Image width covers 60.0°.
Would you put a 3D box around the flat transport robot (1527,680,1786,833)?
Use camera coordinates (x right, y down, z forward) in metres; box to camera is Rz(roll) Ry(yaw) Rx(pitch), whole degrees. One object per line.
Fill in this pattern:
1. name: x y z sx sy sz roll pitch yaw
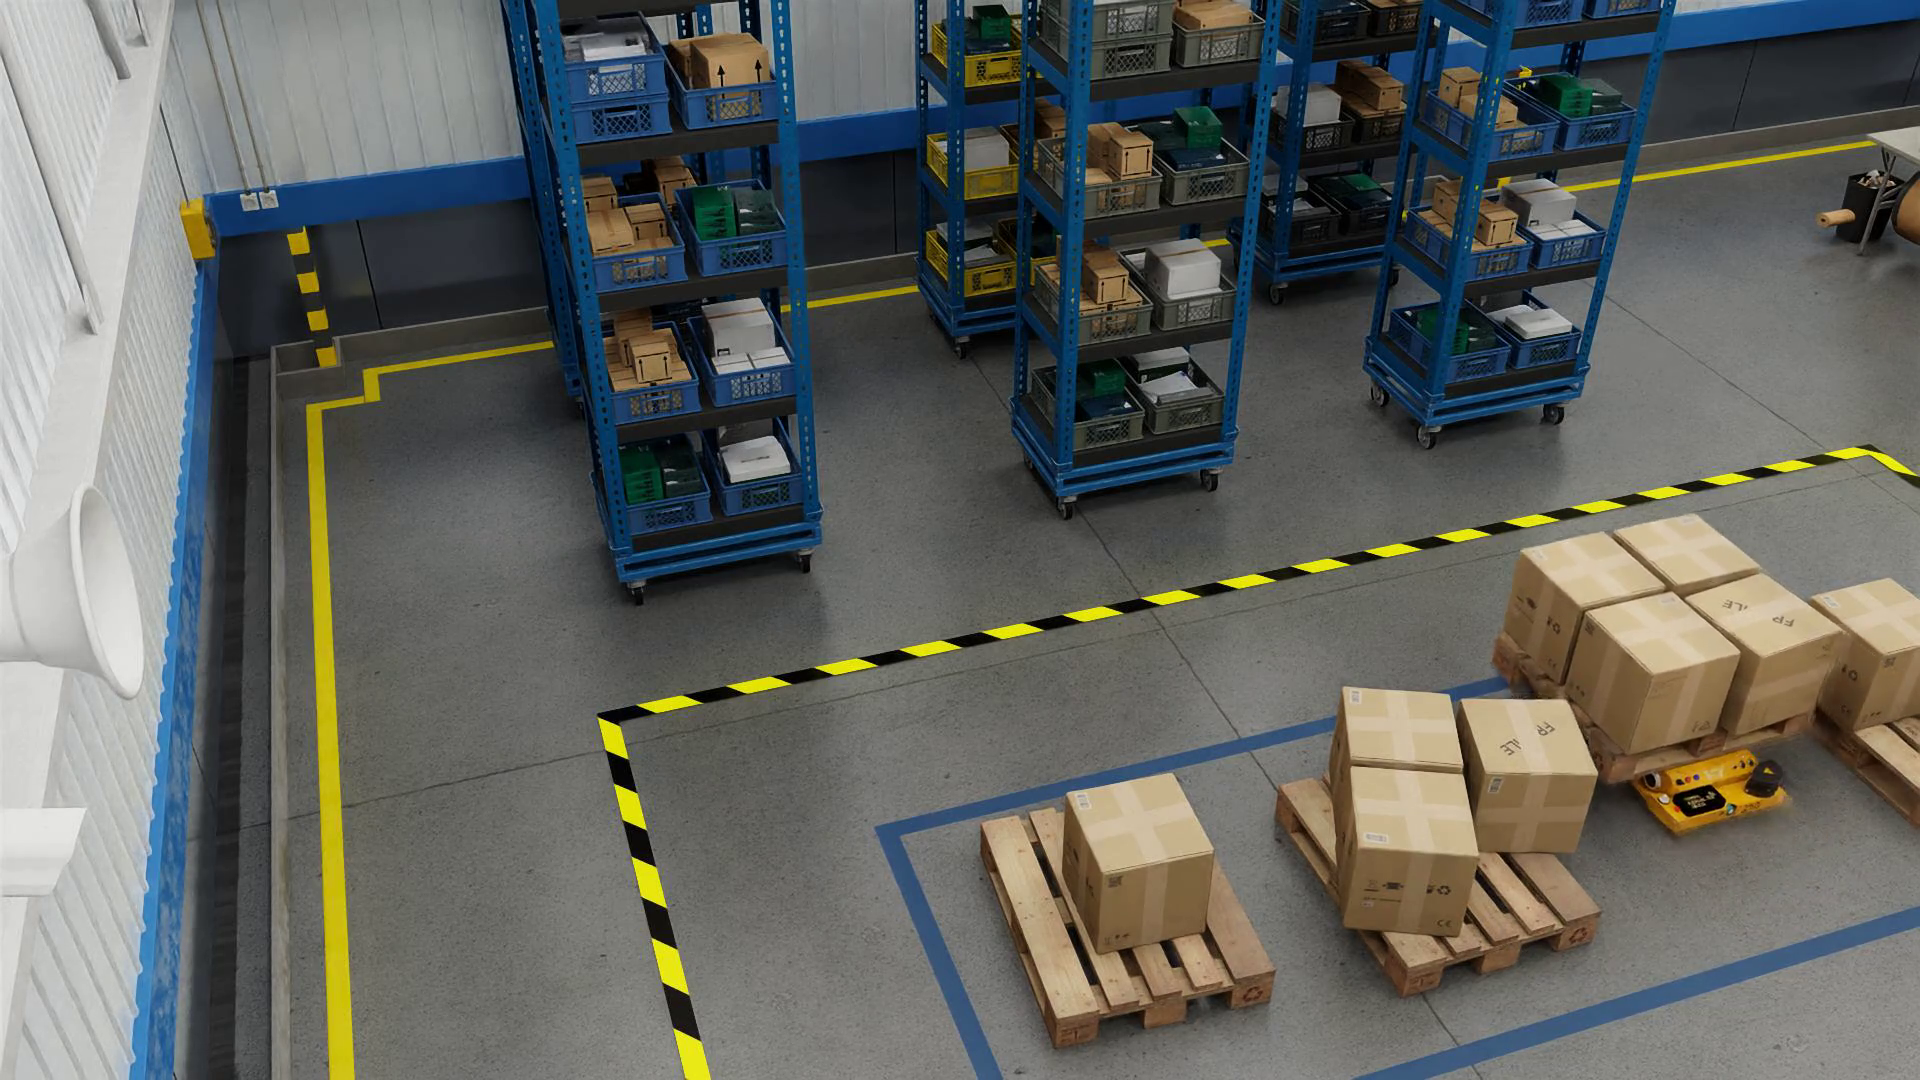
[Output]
1. flat transport robot: 3.577 0.914 8.735 0.652 0.197 1.431 -11 37 -15
